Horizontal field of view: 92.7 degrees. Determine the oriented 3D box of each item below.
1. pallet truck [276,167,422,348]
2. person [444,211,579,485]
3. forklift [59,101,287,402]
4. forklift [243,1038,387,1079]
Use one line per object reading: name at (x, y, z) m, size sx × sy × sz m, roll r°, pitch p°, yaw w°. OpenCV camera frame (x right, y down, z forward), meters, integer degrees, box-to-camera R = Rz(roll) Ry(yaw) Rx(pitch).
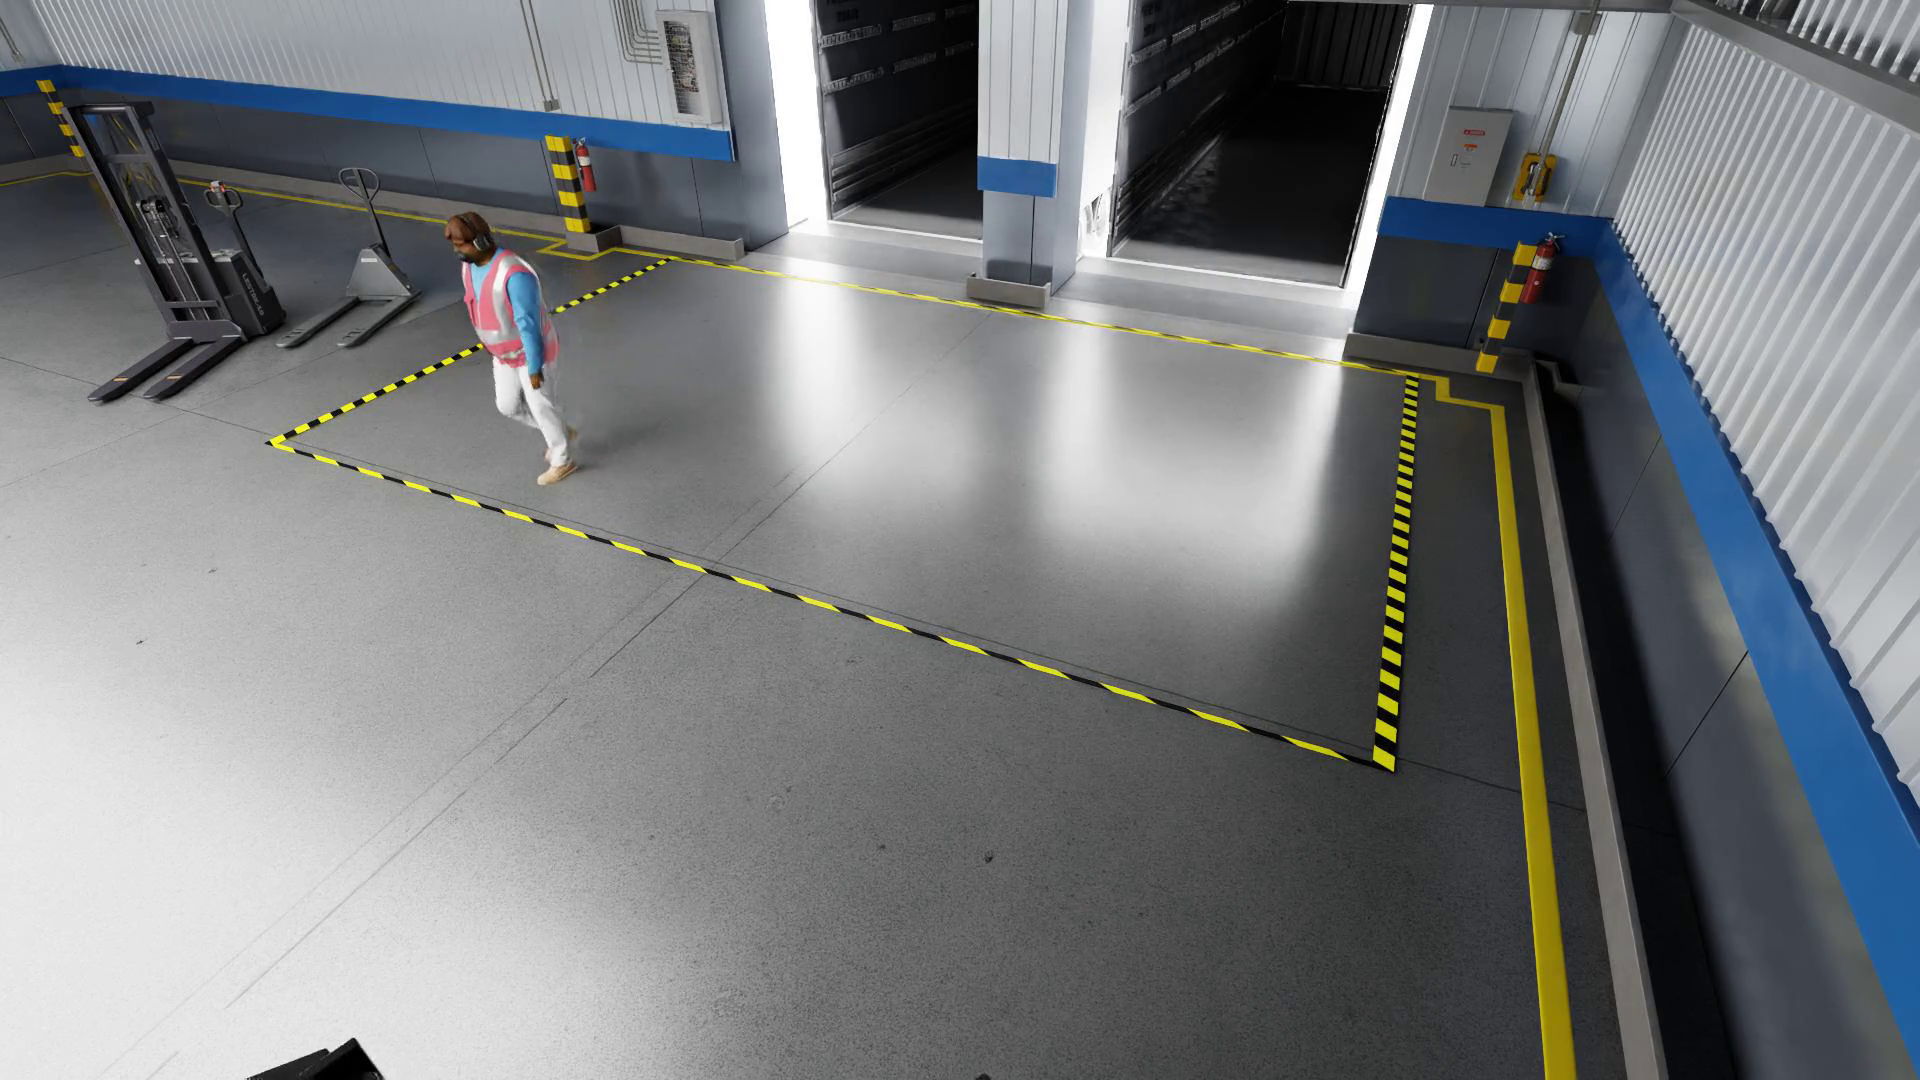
pallet truck at (-5.732, -2.611, 8.414) m, size 0.680 × 1.201 × 1.601 m, roll -1°, pitch 35°, yaw -1°
person at (-2.805, -1.211, 5.917) m, size 0.633 × 1.816 × 0.515 m, roll 21°, pitch 40°, yaw 27°
forklift at (-6.686, -2.387, 7.434) m, size 0.823 × 1.965 × 1.885 m, roll -3°, pitch 35°, yaw -5°
forklift at (-1.279, 2.050, 0.777) m, size 1.157 × 2.036 × 2.680 m, roll 27°, pitch 43°, yaw 33°
